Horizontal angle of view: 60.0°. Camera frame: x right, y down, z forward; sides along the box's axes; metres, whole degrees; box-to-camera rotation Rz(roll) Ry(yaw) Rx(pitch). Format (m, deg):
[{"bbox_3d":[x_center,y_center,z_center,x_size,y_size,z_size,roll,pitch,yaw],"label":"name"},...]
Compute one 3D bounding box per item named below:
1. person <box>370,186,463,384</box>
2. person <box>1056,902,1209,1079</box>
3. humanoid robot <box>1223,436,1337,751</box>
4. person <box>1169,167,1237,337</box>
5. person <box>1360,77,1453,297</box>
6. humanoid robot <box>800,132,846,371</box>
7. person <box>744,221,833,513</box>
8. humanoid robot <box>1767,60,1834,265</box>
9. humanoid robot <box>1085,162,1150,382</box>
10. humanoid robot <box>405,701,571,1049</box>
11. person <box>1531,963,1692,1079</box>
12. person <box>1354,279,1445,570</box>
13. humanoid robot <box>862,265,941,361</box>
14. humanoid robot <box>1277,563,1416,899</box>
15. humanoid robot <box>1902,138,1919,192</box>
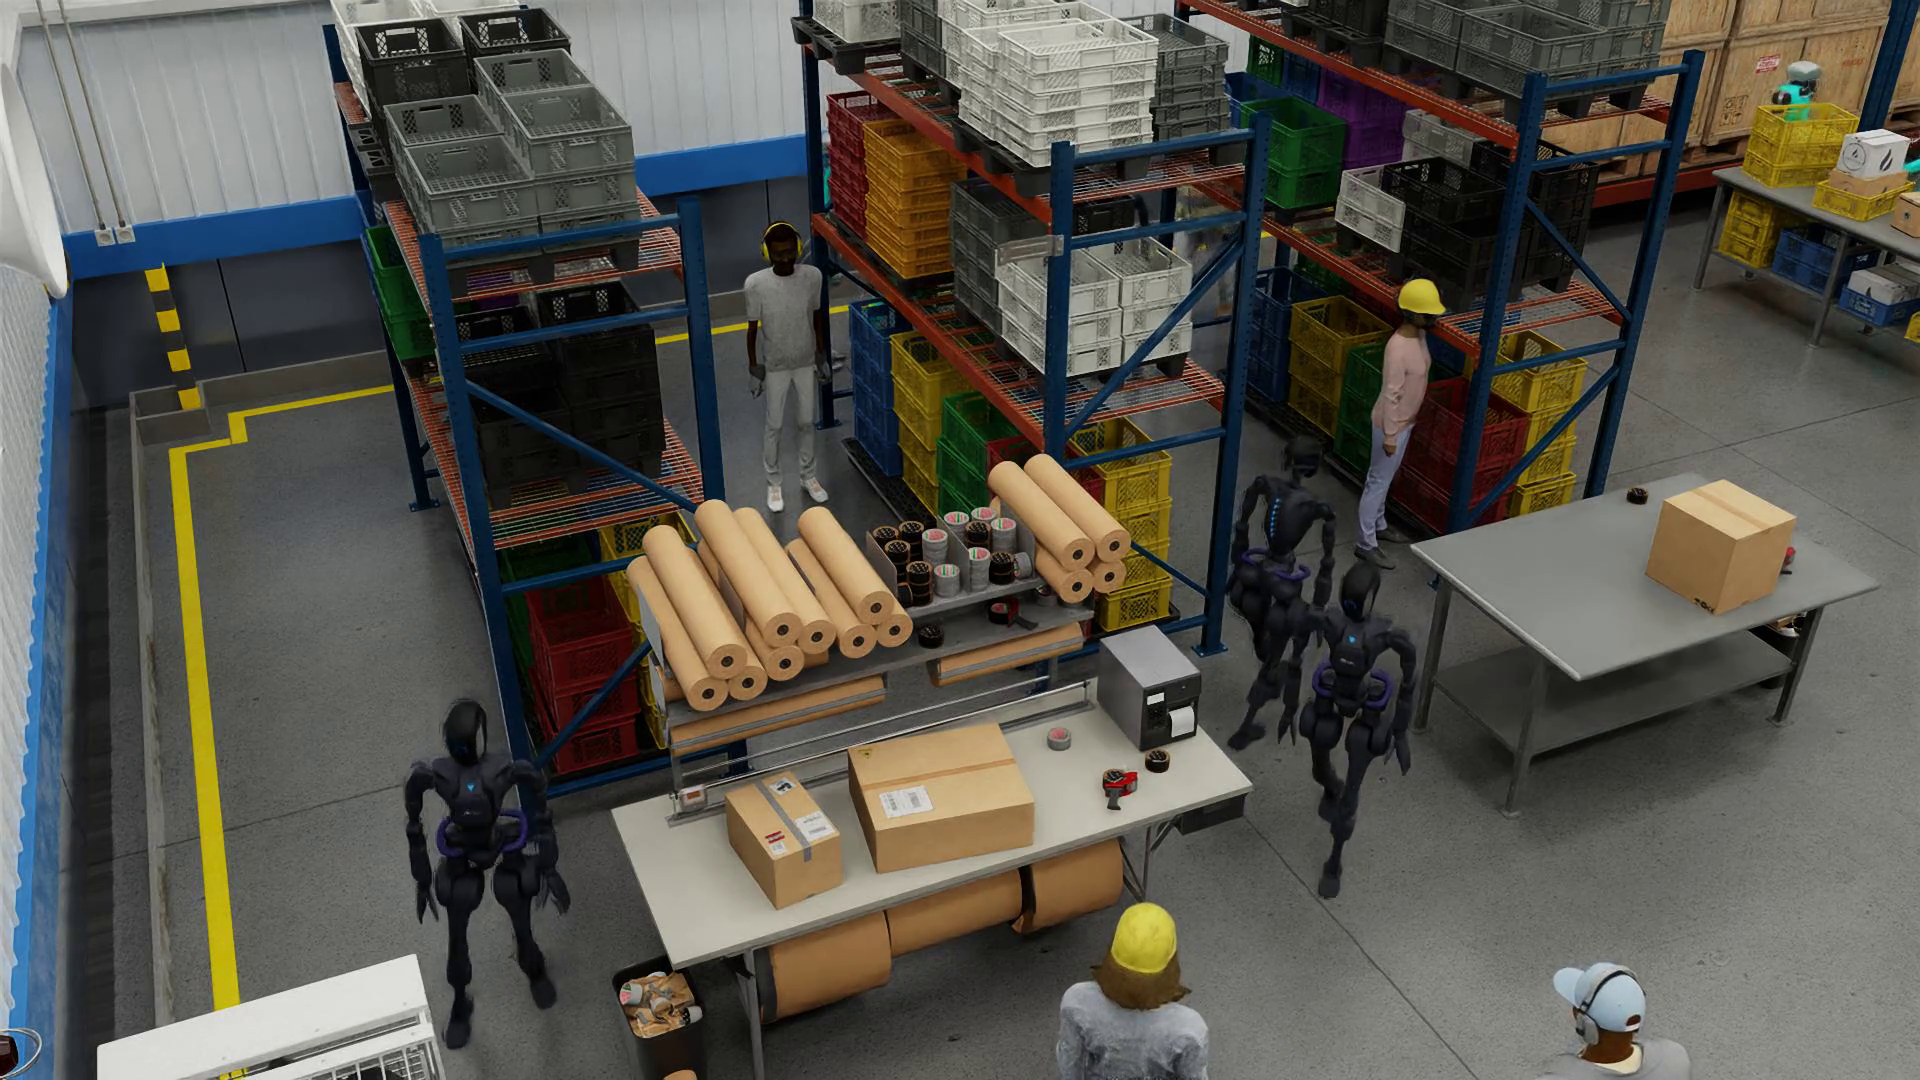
[{"bbox_3d":[-3.774,-1.958,11.646,0.512,1.843,0.328,1,32,1],"label":"person"},{"bbox_3d":[0.564,1.885,5.502,0.491,1.740,0.322,10,33,15],"label":"person"},{"bbox_3d":[1.590,0.228,8.285,0.608,1.617,0.728,26,40,36],"label":"humanoid robot"},{"bbox_3d":[1.822,-2.400,12.425,0.653,1.795,0.935,19,37,28],"label":"person"},{"bbox_3d":[3.445,-2.628,12.719,0.995,1.867,0.595,22,38,32],"label":"person"},{"bbox_3d":[-1.052,-2.042,11.819,0.698,1.730,0.545,-1,32,-2],"label":"humanoid robot"},{"bbox_3d":[-1.039,-1.056,10.163,0.532,1.864,0.313,-13,34,-20],"label":"person"},{"bbox_3d":[6.802,-2.890,13.312,0.569,1.767,1.037,-25,40,-35],"label":"humanoid robot"},{"bbox_3d":[1.056,-1.864,11.661,0.598,1.649,0.509,-5,32,-9],"label":"humanoid robot"},{"bbox_3d":[-1.866,1.287,6.554,0.600,1.637,0.480,-6,32,-9],"label":"humanoid robot"},{"bbox_3d":[1.880,2.013,5.195,0.588,1.849,0.395,-11,33,-17],"label":"person"},{"bbox_3d":[2.550,-0.687,9.658,0.309,1.768,0.521,15,35,23],"label":"person"},{"bbox_3d":[-0.425,-1.733,11.311,0.542,1.724,0.701,13,34,19],"label":"humanoid robot"},{"bbox_3d":[1.752,0.753,7.444,0.611,1.634,0.730,13,34,20],"label":"humanoid robot"},{"bbox_3d":[8.108,-3.211,13.791,1.021,1.731,0.561,-6,32,-9],"label":"humanoid robot"}]
